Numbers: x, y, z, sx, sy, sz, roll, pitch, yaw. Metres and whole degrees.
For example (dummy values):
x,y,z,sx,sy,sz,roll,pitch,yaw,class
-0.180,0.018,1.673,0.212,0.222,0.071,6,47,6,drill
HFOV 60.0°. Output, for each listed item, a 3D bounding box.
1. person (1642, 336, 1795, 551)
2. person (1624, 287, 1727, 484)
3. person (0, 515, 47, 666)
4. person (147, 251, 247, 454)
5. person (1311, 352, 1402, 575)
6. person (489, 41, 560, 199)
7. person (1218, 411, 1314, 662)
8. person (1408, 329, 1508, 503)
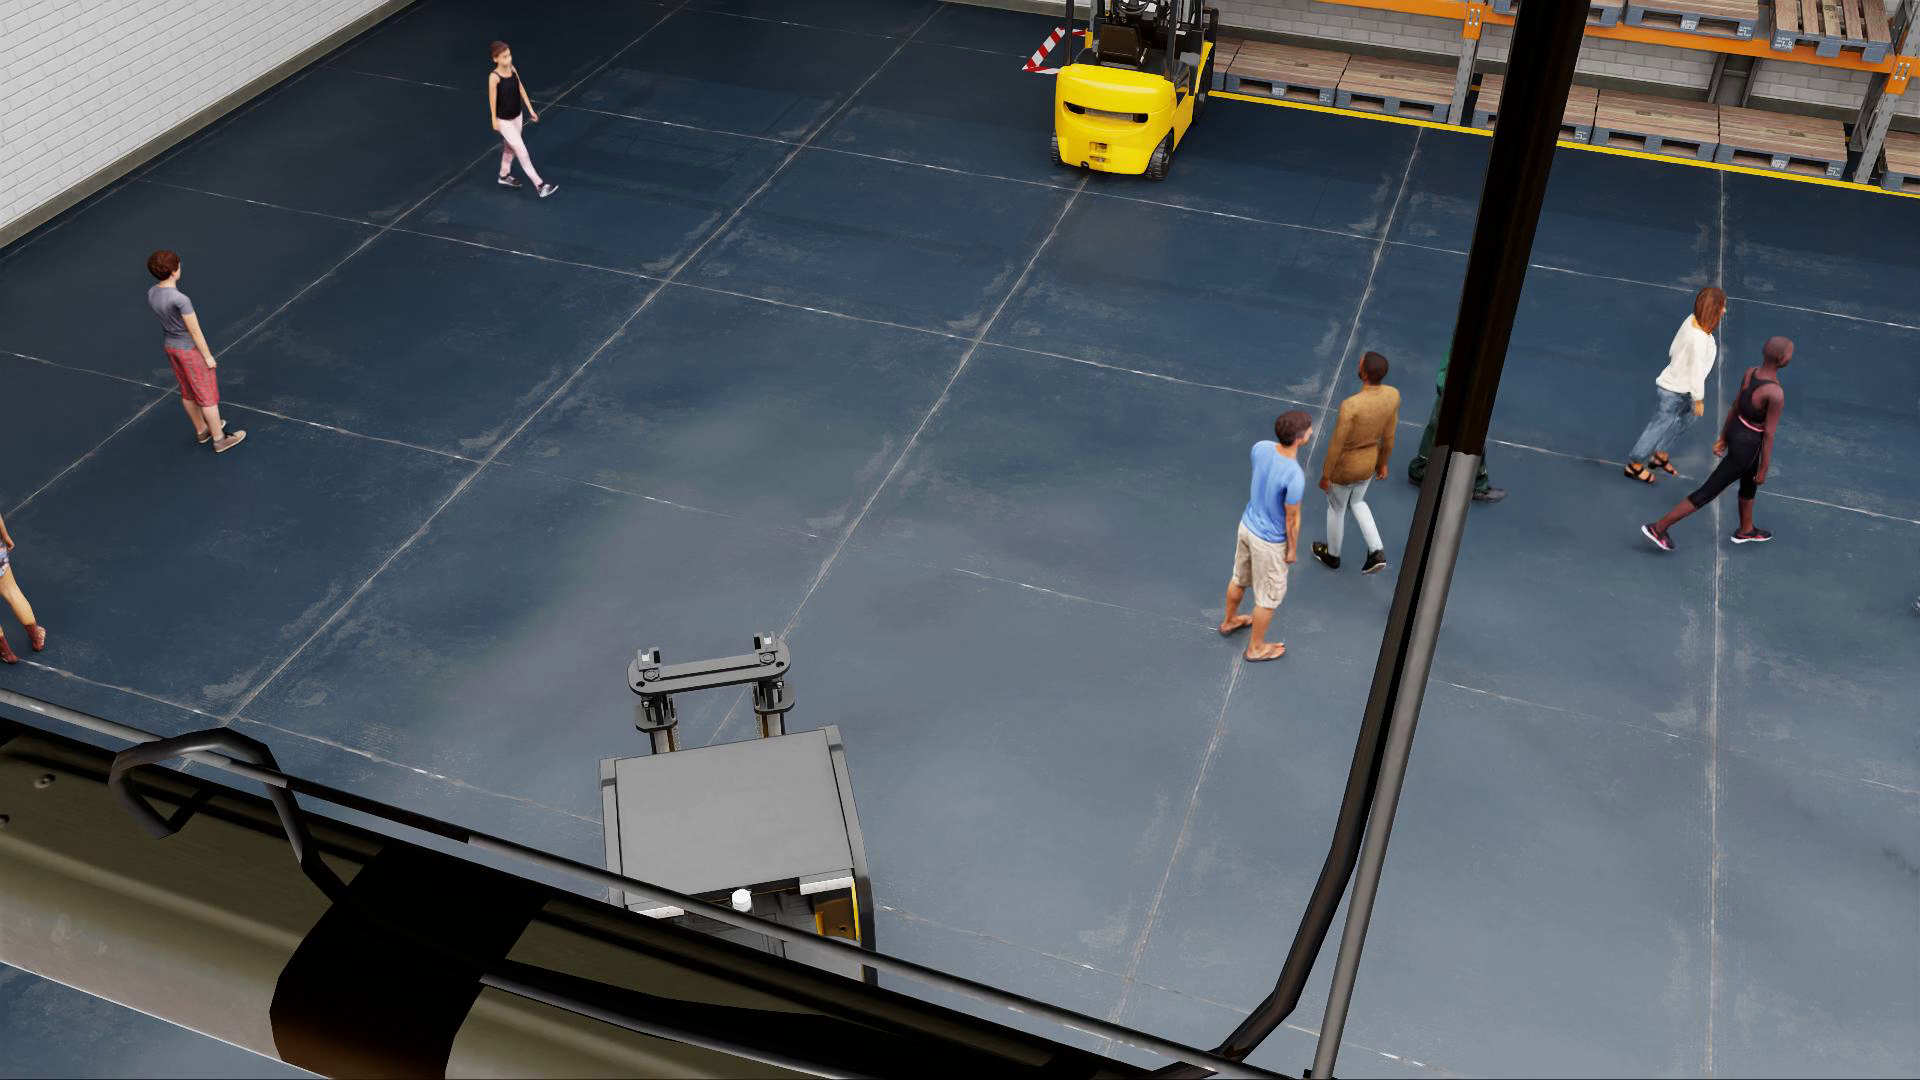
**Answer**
x,y,z,sx,sy,sz,roll,pitch,yaw,class
5.334,-0.622,11.575,1.298,1.718,0.962,-1,39,-2,person
5.203,-1.141,12.263,0.612,1.670,0.629,15,41,18,person
-6.353,0.072,10.694,0.672,1.732,0.661,-29,47,-31,person
-5.874,-1.426,12.636,0.527,1.649,0.671,20,43,23,person
2.727,-0.457,11.301,0.950,1.802,1.021,-18,42,-21,person
-4.394,-4.055,16.036,1.040,1.515,0.590,17,42,20,person
1.972,-0.044,10.741,0.808,1.854,0.745,-17,42,-20,person
3.566,-1.120,12.120,0.943,1.815,0.697,13,40,16,person
